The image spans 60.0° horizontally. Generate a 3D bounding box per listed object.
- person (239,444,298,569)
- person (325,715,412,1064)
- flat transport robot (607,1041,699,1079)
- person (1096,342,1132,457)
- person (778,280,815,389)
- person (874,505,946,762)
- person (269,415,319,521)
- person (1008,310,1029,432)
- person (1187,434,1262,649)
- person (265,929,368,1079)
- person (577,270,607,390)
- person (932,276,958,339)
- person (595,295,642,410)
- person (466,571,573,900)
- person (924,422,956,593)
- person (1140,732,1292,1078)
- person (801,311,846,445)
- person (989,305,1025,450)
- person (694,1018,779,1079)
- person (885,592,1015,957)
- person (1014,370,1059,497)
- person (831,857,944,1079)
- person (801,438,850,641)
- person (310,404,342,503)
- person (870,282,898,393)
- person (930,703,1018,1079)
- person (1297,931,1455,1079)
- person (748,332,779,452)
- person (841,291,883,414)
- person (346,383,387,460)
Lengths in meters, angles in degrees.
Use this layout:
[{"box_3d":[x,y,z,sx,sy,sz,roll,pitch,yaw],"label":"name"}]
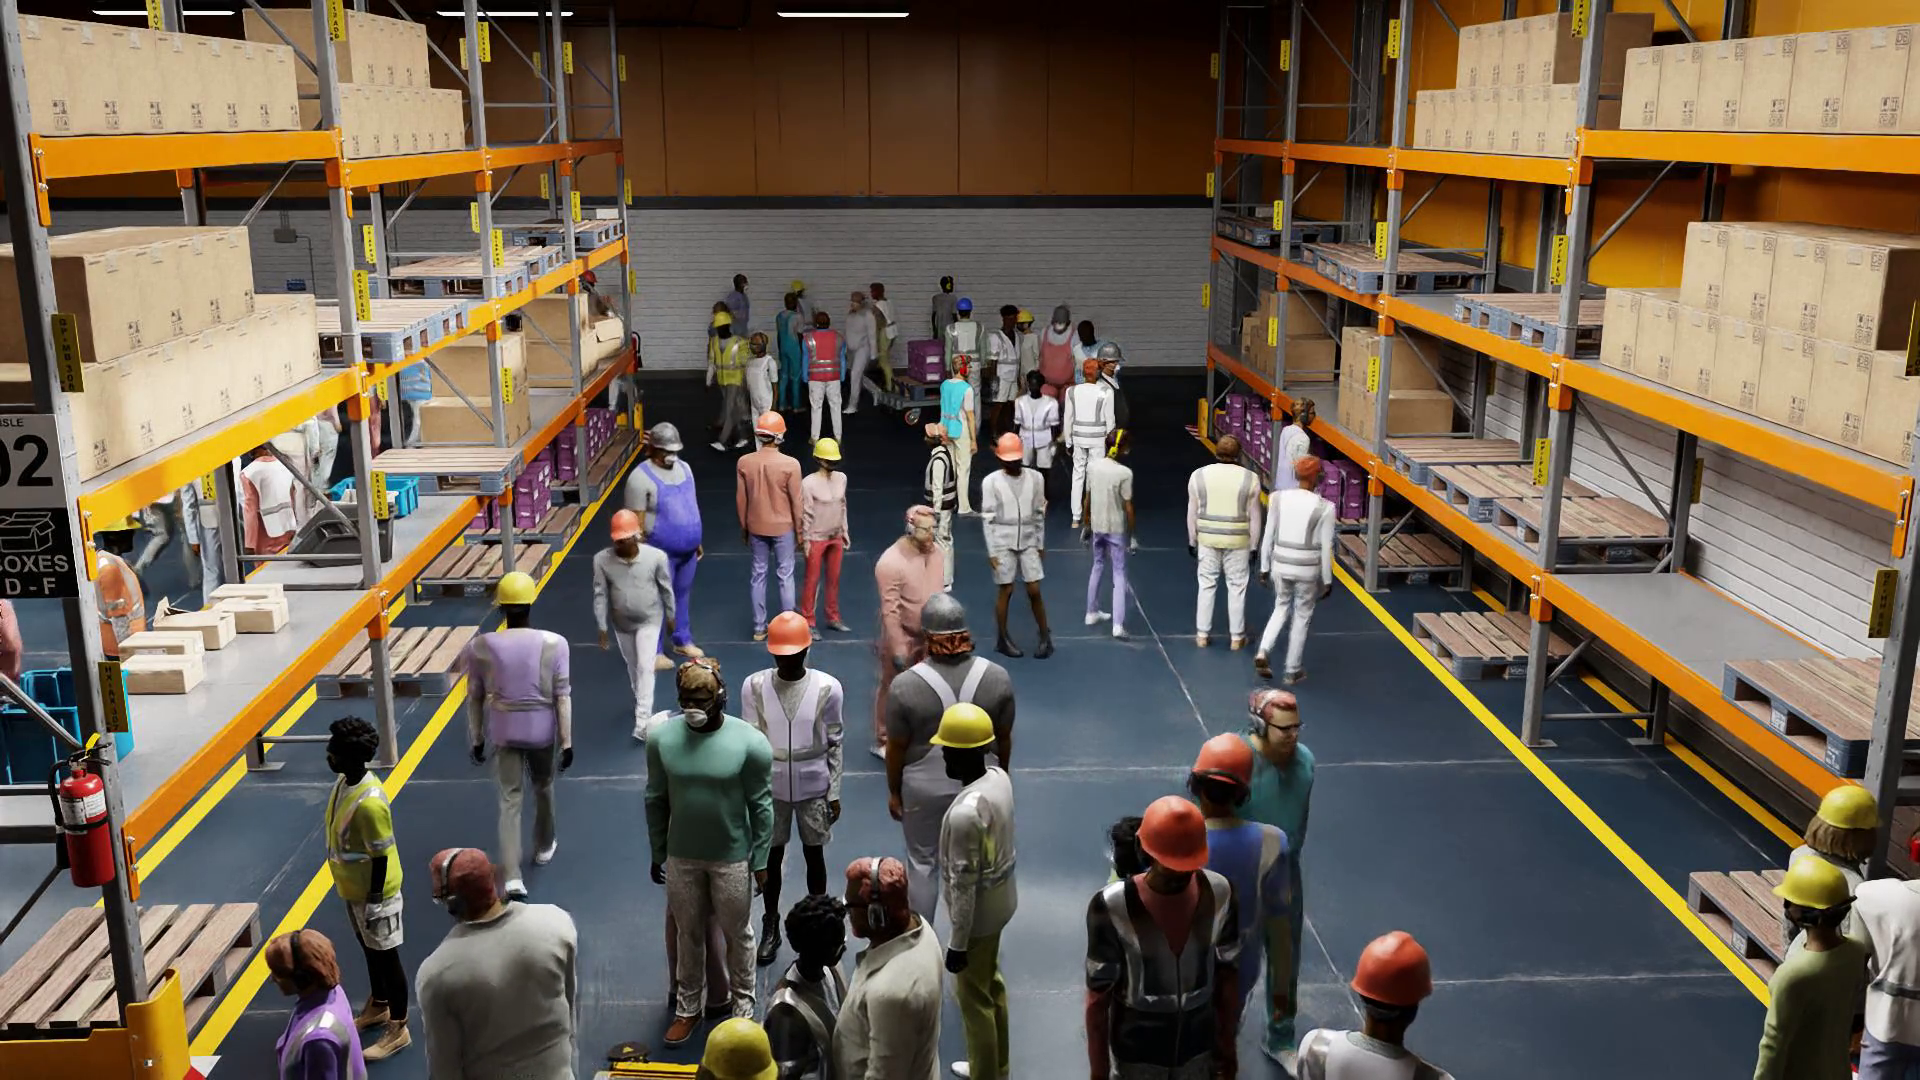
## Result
[{"box_3d":[-5.864,-0.047,14.173,0.402,1.909,0.599,3,15,13],"label":"person"},{"box_3d":[-2.838,1.646,7.939,0.318,1.700,0.536,-10,17,-34],"label":"person"},{"box_3d":[-1.350,2.598,7.048,0.652,0.197,1.431,1,14,5],"label":"flat transport robot"},{"box_3d":[1.633,-1.186,18.374,0.535,2.000,0.682,3,15,13],"label":"person"},{"box_3d":[-2.729,-3.403,27.574,0.918,1.777,0.603,7,16,25],"label":"person"},{"box_3d":[-0.243,0.699,11.329,0.940,1.867,0.667,13,20,42],"label":"person"},{"box_3d":[-7.273,-1.031,18.092,0.579,1.880,0.349,-6,16,-23],"label":"person"},{"box_3d":[0.887,-2.411,23.795,0.355,1.736,0.576,7,16,26],"label":"person"},{"box_3d":[2.236,0.014,14.066,0.624,1.843,0.429,5,15,17],"label":"person"},{"box_3d":[-2.287,2.165,6.039,0.312,1.632,0.527,-5,15,-20],"label":"person"},{"box_3d":[-6.087,-3.428,27.291,0.407,1.986,0.612,9,17,30],"label":"person"},{"box_3d":[-0.235,-3.437,27.566,0.519,1.865,0.335,10,17,33],"label":"person"},{"box_3d":[-5.120,-2.753,24.888,0.707,1.860,0.597,-11,18,-38],"label":"person"},{"box_3d":[-2.549,1.115,9.648,0.598,1.892,0.953,-2,14,-8],"label":"person"},{"box_3d":[-0.193,-0.308,15.754,0.314,1.631,0.518,1,14,4],"label":"person"},{"box_3d":[1.004,1.768,6.841,0.647,2.000,0.636,-3,15,-12],"label":"person"},{"box_3d":[-1.868,-2.217,22.849,0.624,1.835,0.431,-4,15,-15],"label":"person"},{"box_3d":[0.619,-2.207,22.576,0.363,1.957,0.698,11,18,37],"label":"person"},{"box_3d":[-0.687,2.303,5.287,0.321,1.737,0.485,13,20,42],"label":"person"},{"box_3d":[-0.079,1.250,8.812,0.685,2.000,0.536,-4,15,-15],"label":"person"},{"box_3d":[0.838,-1.060,18.607,0.536,1.681,0.495,4,15,15],"label":"person"},{"box_3d":[-0.264,2.036,6.025,0.399,1.897,0.652,1,14,4],"label":"person"},{"box_3d":[-1.150,-0.017,14.339,0.331,1.765,0.533,13,19,42],"label":"person"},{"box_3d":[-7.505,-1.378,19.383,0.743,1.914,0.521,12,18,39],"label":"person"},{"box_3d":[-1.205,-3.256,26.954,0.505,1.815,0.569,4,15,14],"label":"person"},{"box_3d":[0.055,1.655,7.472,0.396,1.919,0.595,4,15,16],"label":"person"},{"box_3d":[1.339,2.177,5.399,0.544,1.930,0.388,10,18,36],"label":"person"},{"box_3d":[-2.453,-1.656,20.610,0.331,1.844,0.519,-14,20,-43],"label":"person"},{"box_3d":[-1.496,-2.878,25.367,0.829,1.863,0.641,-12,19,-40],"label":"person"},{"box_3d":[-7.551,-1.866,21.163,0.635,1.985,0.414,4,15,17],"label":"person"}]
